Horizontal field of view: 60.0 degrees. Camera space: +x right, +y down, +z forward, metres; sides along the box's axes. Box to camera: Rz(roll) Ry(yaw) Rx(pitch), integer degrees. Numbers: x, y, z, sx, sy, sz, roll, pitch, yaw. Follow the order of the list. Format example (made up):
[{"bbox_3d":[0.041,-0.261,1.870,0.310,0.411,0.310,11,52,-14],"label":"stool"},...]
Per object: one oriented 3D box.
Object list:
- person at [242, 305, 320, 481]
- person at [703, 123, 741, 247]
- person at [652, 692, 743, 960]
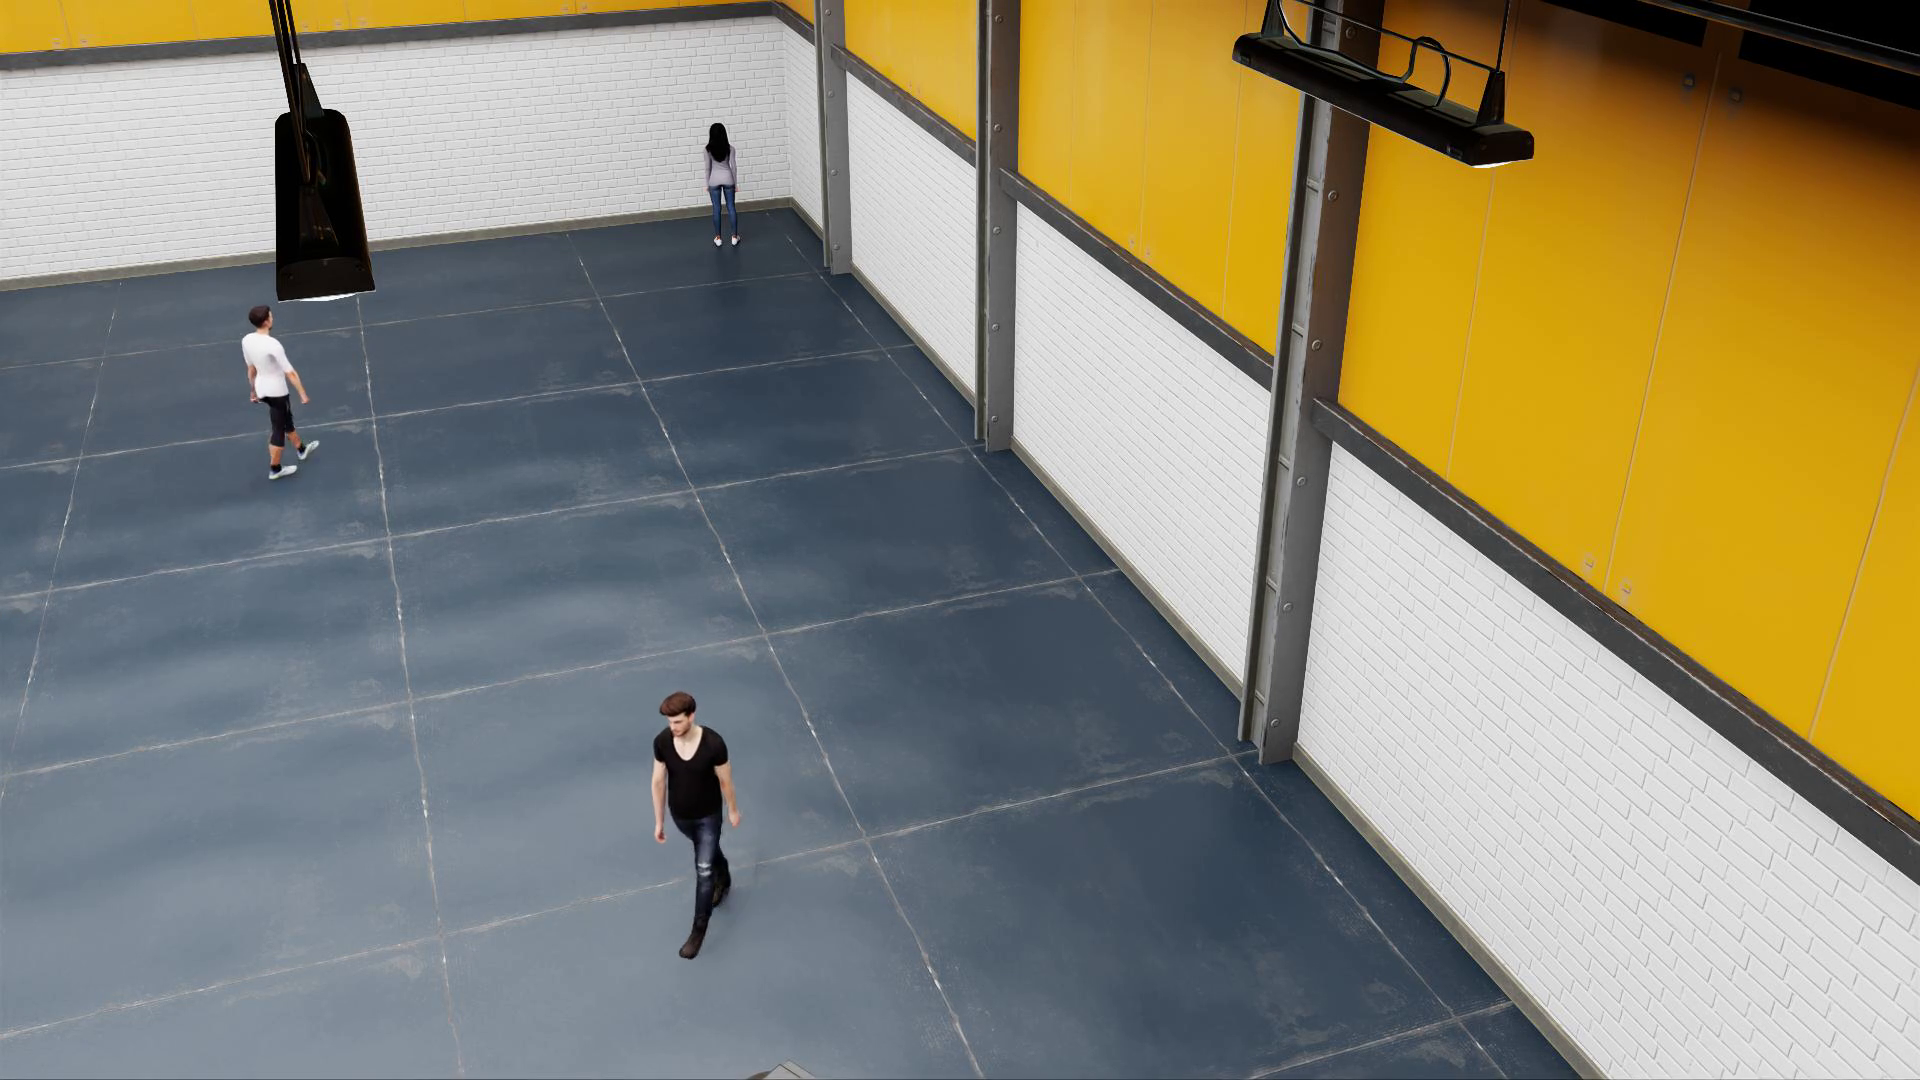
[{"bbox_3d":[-7.061,-1.471,16.935,1.079,1.829,1.124,14,32,24],"label":"person"},{"bbox_3d":[-3.384,-5.053,23.600,0.646,1.735,0.595,-4,29,-7],"label":"person"},{"bbox_3d":[-1.709,1.739,11.035,1.127,1.845,1.280,7,29,13],"label":"person"}]
